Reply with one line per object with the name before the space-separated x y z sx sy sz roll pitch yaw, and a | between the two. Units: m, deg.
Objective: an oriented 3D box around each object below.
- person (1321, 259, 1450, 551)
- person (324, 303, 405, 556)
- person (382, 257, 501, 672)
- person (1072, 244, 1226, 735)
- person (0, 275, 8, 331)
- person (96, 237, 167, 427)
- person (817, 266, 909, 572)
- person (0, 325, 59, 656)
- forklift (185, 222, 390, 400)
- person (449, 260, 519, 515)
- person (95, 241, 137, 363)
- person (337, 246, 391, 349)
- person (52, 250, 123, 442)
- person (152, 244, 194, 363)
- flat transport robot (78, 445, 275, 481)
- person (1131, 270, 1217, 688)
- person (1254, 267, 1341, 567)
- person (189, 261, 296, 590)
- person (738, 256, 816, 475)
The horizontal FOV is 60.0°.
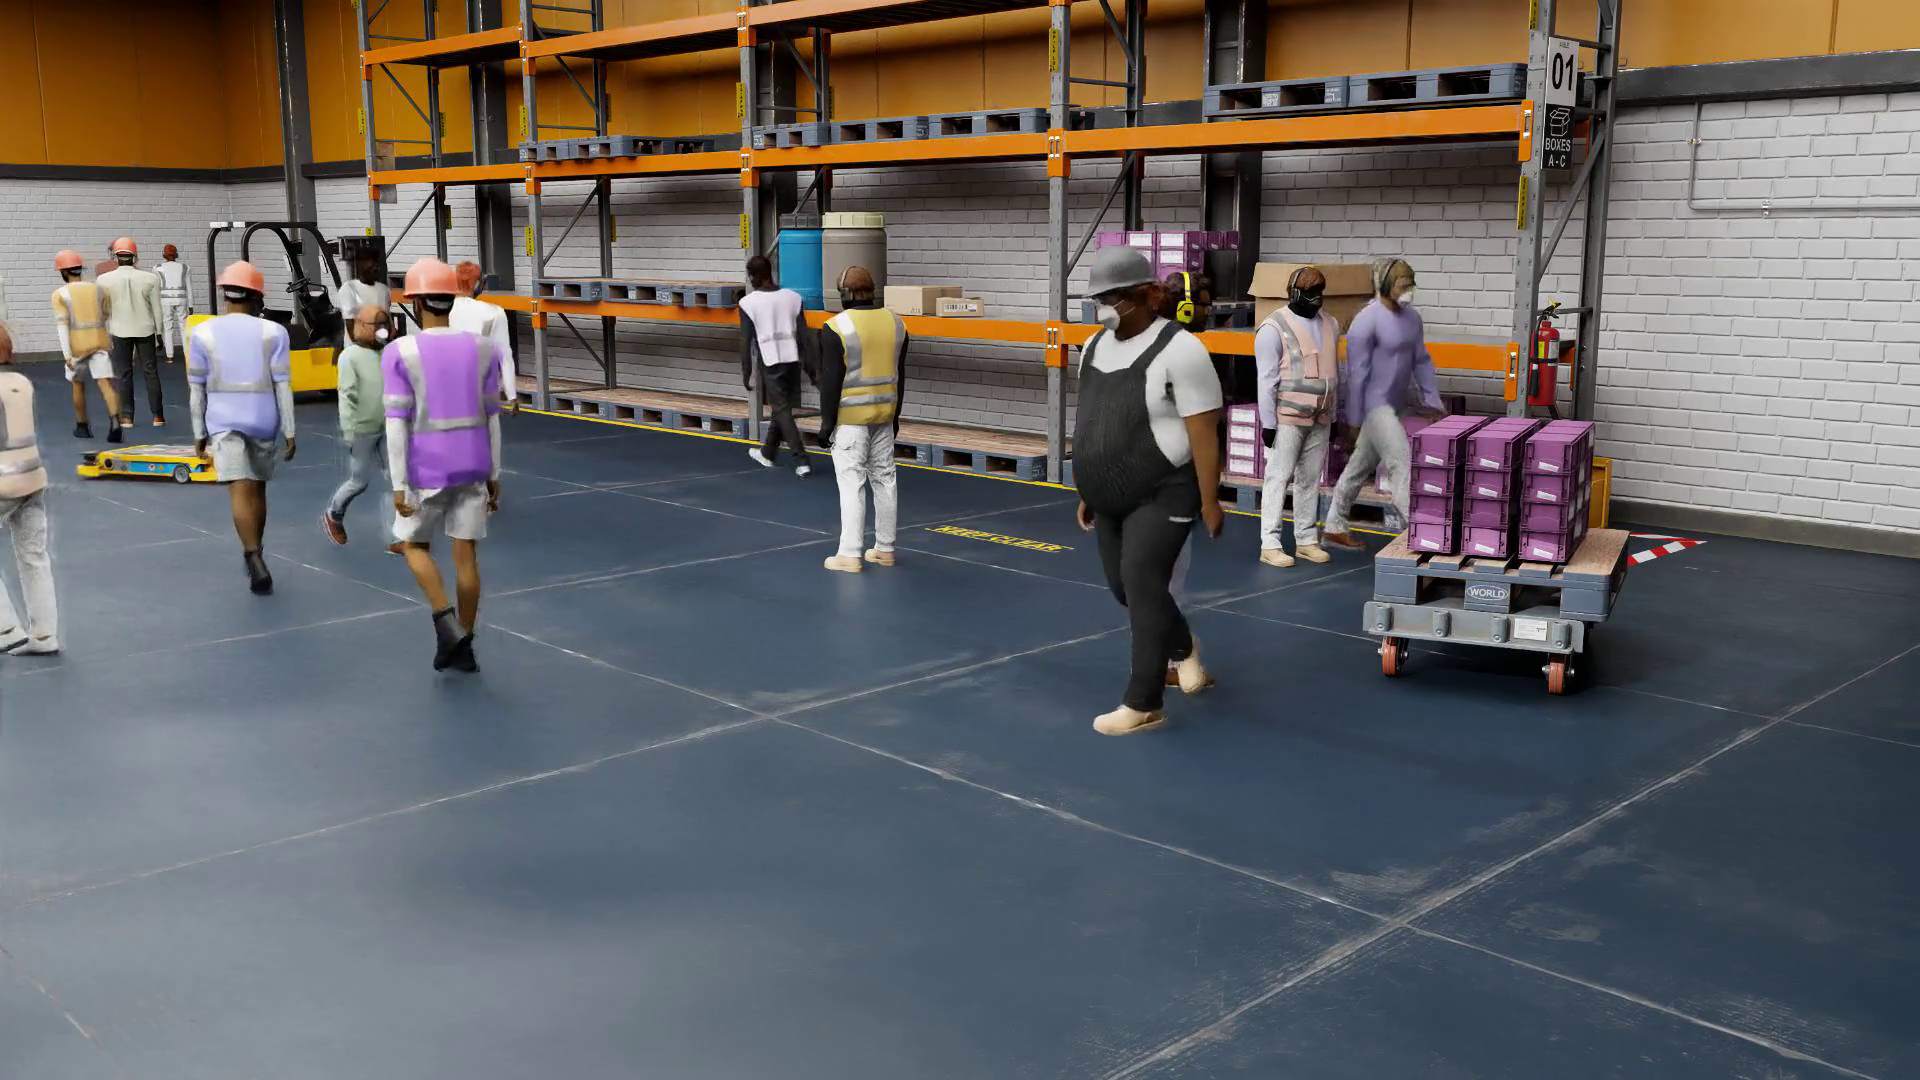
person | 2.700 -0.798 10.355 1.059 1.864 0.647 8 13 39
person | -3.780 -0.705 10.567 0.710 1.606 0.510 7 12 33
person | -2.353 -0.324 7.628 0.554 1.921 0.468 -8 13 -36
person | 0.829 -0.264 6.982 0.818 2.000 0.697 -7 12 -33
person | -10.927 -2.323 18.491 0.635 1.936 0.353 -8 13 -39
person | -8.762 -2.189 17.606 0.612 1.995 0.393 -6 12 -28
person | -0.608 -0.725 10.060 0.622 1.838 0.429 -9 14 -42
person | -4.570 -0.231 7.920 0.460 1.619 0.546 1 10 4
forklift | -8.169 -2.758 20.163 2.313 2.155 1.214 -10 14 -44
person | -3.470 -1.043 11.755 0.641 1.852 0.799 -2 11 -9
person | -13.202 -3.704 26.069 0.620 1.924 0.897 -6 12 -30
person | -5.678 -1.877 16.112 1.012 1.906 0.605 8 13 37
person | -8.578 -1.905 16.357 0.998 1.892 0.556 10 14 43
person | -12.514 -3.756 26.498 0.568 1.876 0.351 -6 12 -31
flat transport robot | -6.577 -0.657 13.956 1.431 0.197 0.652 3 11 16
person | 0.967 -0.272 7.499 0.309 1.868 0.535 -2 11 -13
person | 2.087 -0.749 10.213 0.619 1.836 0.431 -7 12 -33
person | -4.152 -0.661 9.649 0.557 1.890 0.965 -5 11 -24
person | -1.565 -1.485 14.195 0.665 1.846 1.025 -7 13 -35
